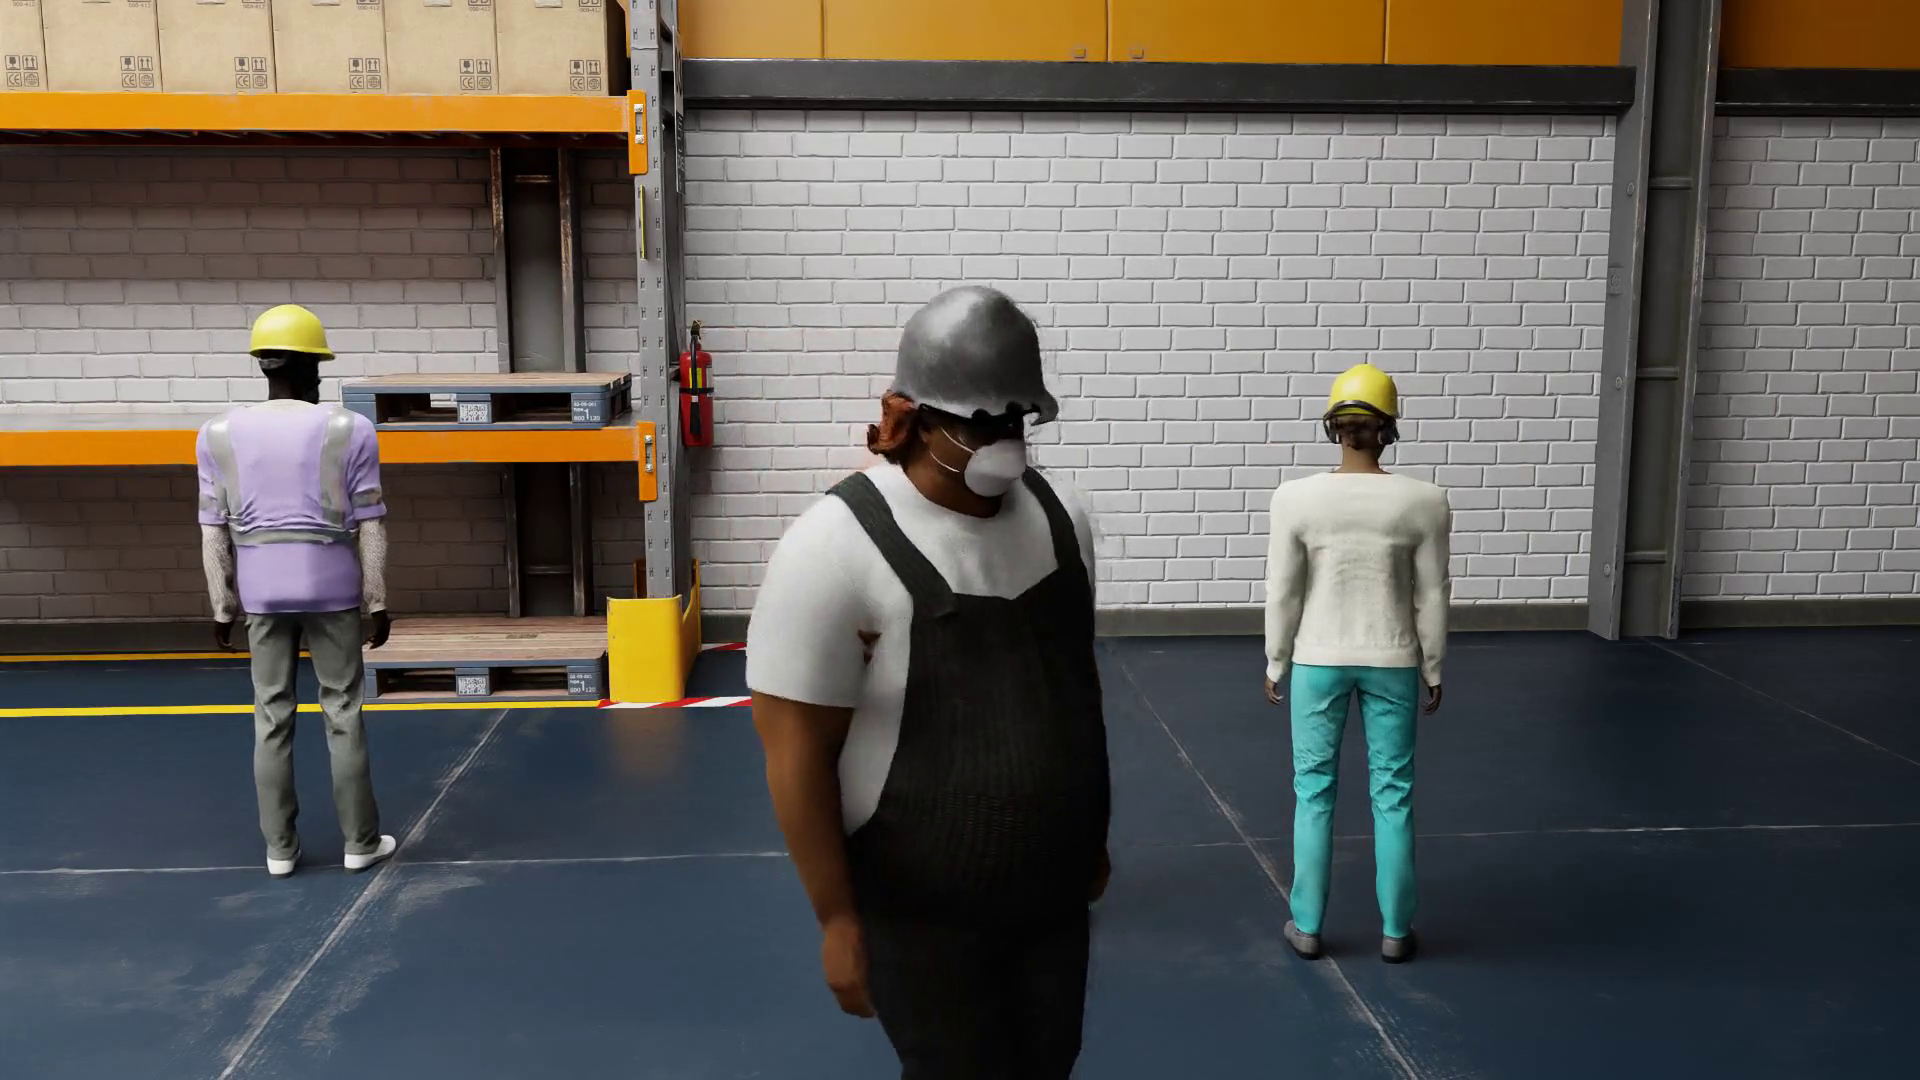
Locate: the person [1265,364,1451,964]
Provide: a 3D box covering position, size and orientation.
[{"bbox_3d":[1.164,0.367,4.917,0.532,1.765,0.328,2,9,9],"label":"person"}]

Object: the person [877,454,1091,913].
[{"bbox_3d":[0.053,0.295,5.006,0.761,1.873,0.666,6,11,33],"label":"person"}]

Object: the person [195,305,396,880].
[{"bbox_3d":[-2.213,0.182,5.585,0.587,1.922,0.383,-1,9,-7],"label":"person"}]
